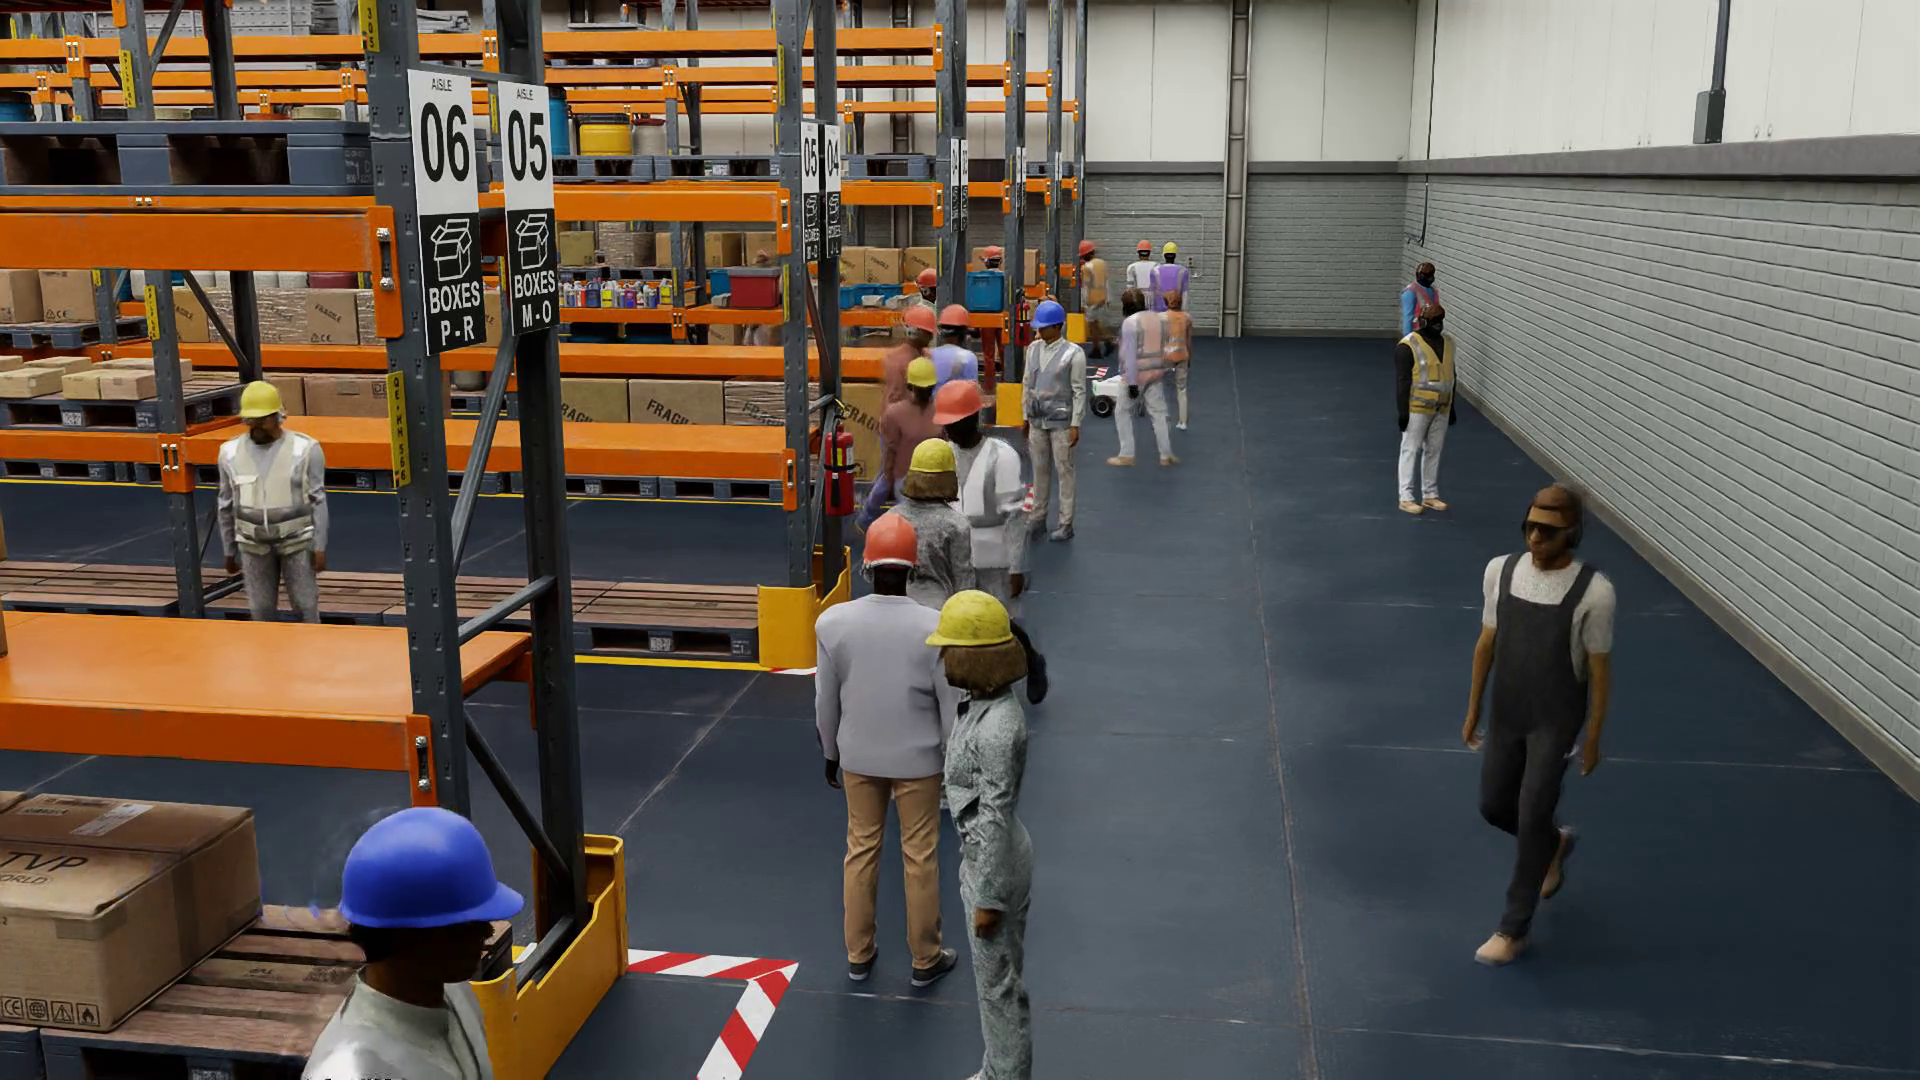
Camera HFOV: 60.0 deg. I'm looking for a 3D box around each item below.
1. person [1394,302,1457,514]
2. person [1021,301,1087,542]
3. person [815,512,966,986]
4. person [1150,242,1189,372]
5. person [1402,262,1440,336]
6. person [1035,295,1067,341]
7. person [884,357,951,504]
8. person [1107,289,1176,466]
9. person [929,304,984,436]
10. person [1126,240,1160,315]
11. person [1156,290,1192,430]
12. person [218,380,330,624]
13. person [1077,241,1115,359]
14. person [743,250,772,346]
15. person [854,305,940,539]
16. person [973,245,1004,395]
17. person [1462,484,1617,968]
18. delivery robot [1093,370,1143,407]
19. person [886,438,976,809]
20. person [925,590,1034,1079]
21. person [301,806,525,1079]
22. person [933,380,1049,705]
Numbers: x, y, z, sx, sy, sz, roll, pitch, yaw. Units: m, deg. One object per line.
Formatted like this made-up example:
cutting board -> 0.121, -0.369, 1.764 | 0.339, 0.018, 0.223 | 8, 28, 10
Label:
person -> 4.080, -1.152, 14.536 | 0.637, 1.841, 0.429 | -6, 14, -26
person -> 0.735, -0.960, 13.441 | 0.602, 1.938, 0.401 | 11, 16, 40
person -> -0.239, 0.764, 6.068 | 0.573, 1.752, 0.327 | 3, 13, 15
person -> 3.109, -3.457, 24.756 | 0.584, 1.919, 0.390 | 2, 13, 8
person -> 5.772, -2.545, 20.816 | 0.625, 1.843, 0.430 | -11, 16, -40
person -> 0.999, -1.870, 18.251 | 0.315, 1.631, 0.523 | -8, 15, -32
person -> -0.301, -0.451, 11.638 | 0.540, 1.727, 0.742 | -4, 13, -18
person -> 1.876, -1.629, 16.815 | 0.741, 1.798, 0.508 | -10, 16, -39
person -> -0.099, -0.927, 13.343 | 0.811, 1.916, 0.560 | -11, 17, -41
person -> 2.825, -3.636, 25.579 | 0.542, 1.920, 0.417 | 1, 13, 5
person -> 2.479, -2.077, 19.238 | 0.524, 1.606, 0.455 | -6, 14, -25
person -> -3.844, 0.008, 9.348 | 0.599, 1.823, 0.404 | -2, 13, -8
person -> 2.132, -3.792, 26.344 | 0.633, 1.882, 0.460 | -12, 17, -43
person -> -2.899, -3.086, 23.171 | 0.697, 1.873, 0.669 | -2, 13, -10
person -> -0.435, -0.868, 13.015 | 0.990, 1.951, 0.626 | 10, 16, 37
person -> 0.437, -2.880, 21.974 | 0.612, 1.995, 0.393 | -8, 15, -32
person -> 2.215, 0.669, 6.339 | 0.702, 1.830, 0.522 | -11, 17, -41
delivery robot -> 1.977, -1.835, 20.323 | 0.707, 0.478, 0.477 | 1, 13, 4
person -> -0.134, 0.388, 7.803 | 0.492, 1.740, 0.325 | 8, 15, 31
person -> 0.060, 0.998, 5.064 | 0.321, 1.736, 0.484 | -1, 13, -5
person -> -1.034, 1.378, 2.988 | 1.008, 1.904, 0.610 | -1, 13, -6
person -> 0.161, 0.071, 8.888 | 0.614, 1.898, 0.815 | 8, 15, 33
